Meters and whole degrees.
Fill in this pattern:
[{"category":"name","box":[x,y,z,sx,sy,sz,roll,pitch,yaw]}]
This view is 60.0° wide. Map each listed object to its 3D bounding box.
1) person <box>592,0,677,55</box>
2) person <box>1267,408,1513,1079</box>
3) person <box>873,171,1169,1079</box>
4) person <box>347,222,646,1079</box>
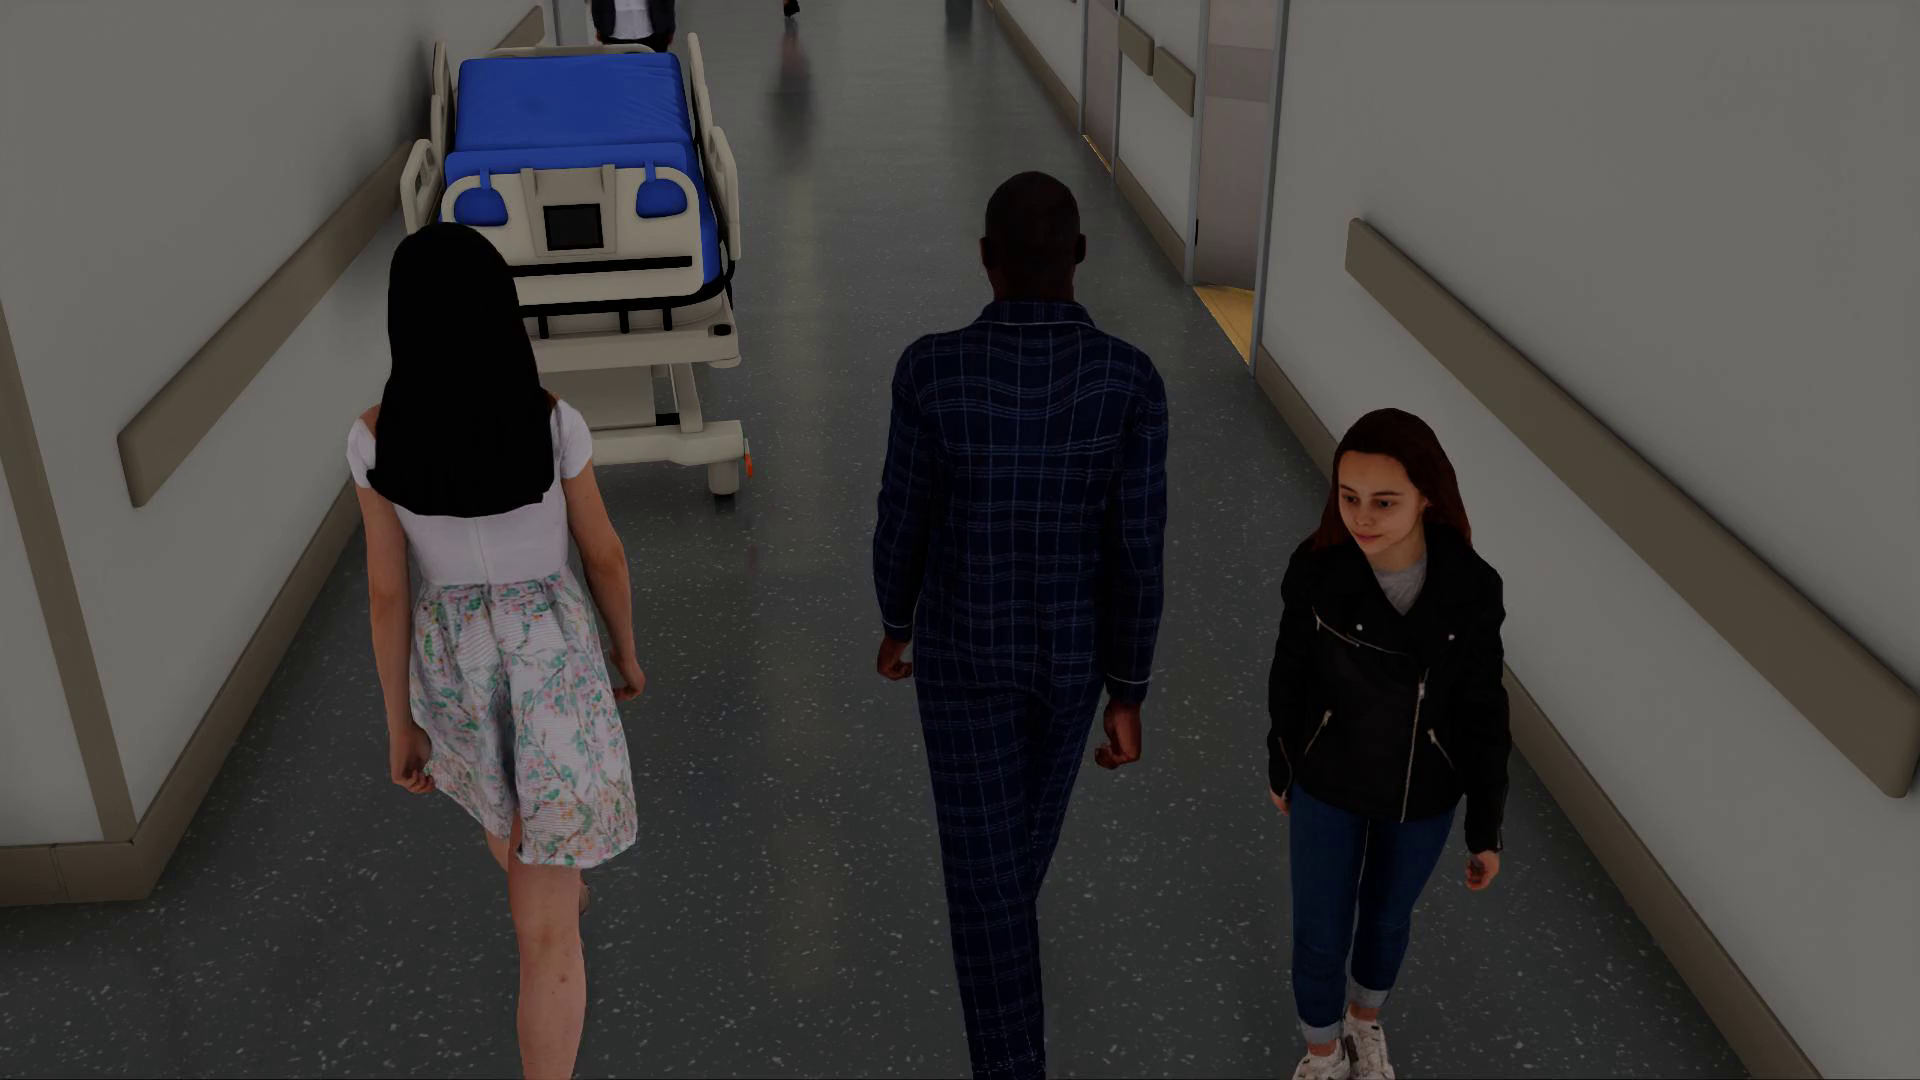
[{"category":"person","box":[-2.099,-3.290,10.660,0.708,1.584,0.787,-7,27,-15]},{"category":"person","box":[0.777,0.411,3.123,0.606,1.466,0.701,3,26,7]},{"category":"person","box":[0.097,0.291,3.020,1.122,1.770,0.764,-1,26,-3]},{"category":"person","box":[-0.775,0.387,2.895,1.153,1.706,0.661,-2,26,-5]}]
